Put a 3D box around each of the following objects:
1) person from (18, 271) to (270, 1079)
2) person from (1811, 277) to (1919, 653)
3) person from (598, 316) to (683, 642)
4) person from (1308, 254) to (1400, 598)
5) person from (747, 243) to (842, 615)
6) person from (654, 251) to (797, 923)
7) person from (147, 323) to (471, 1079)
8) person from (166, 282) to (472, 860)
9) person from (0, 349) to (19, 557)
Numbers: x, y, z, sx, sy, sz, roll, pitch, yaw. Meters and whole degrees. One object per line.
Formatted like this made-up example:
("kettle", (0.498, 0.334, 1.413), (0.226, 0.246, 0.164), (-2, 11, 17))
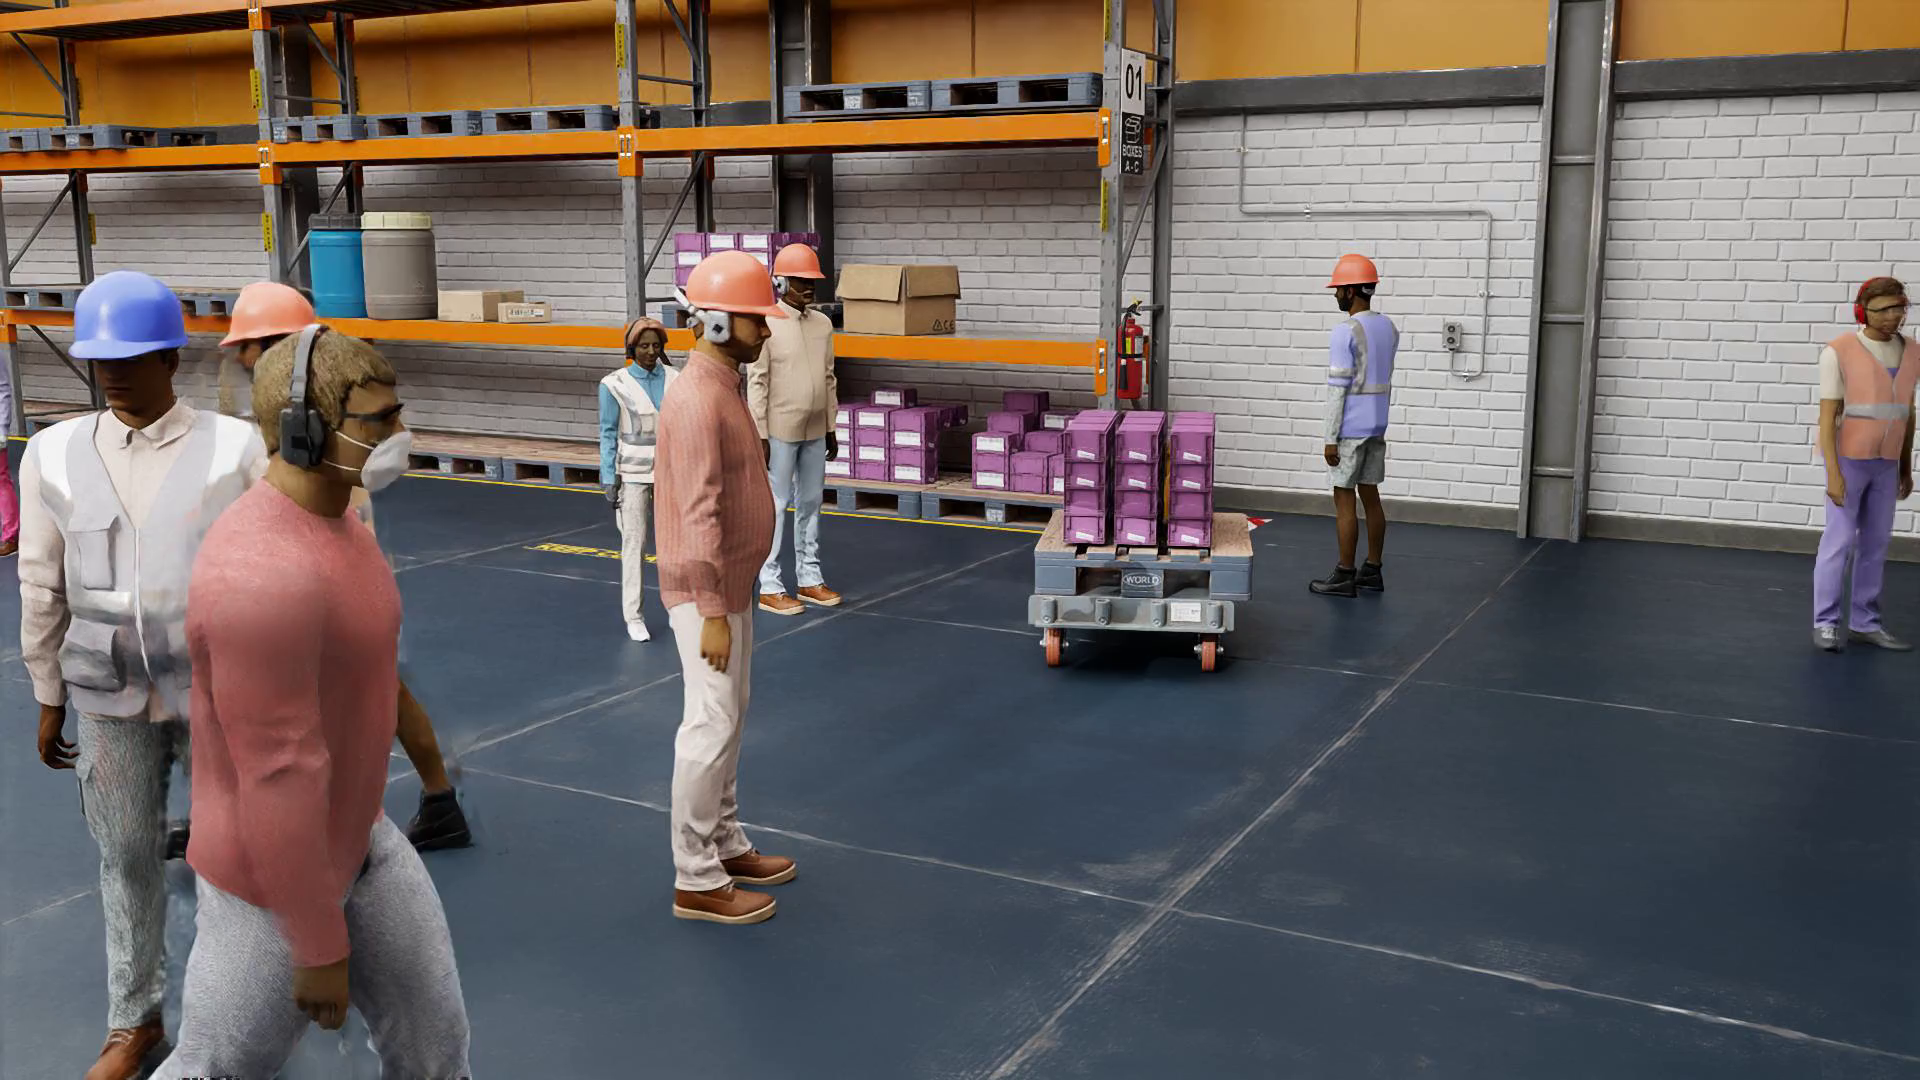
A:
("person", (-1.867, 0.349, 3.917), (0.618, 1.944, 0.397), (-2, 10, -9))
("person", (4.414, -0.359, 8.133), (0.616, 1.830, 0.423), (-3, 11, -18))
("person", (-1.560, -0.304, 8.362), (0.528, 1.630, 0.320), (-8, 13, -36))
("person", (2.212, -0.635, 9.379), (0.545, 1.930, 0.379), (-9, 14, -41))
("person", (-0.882, -0.594, 8.991), (0.399, 1.987, 0.614), (9, 14, 40))
("person", (-0.697, 0.146, 4.942), (0.411, 1.983, 0.617), (0, 10, 0))
("person", (-1.210, 0.569, 2.904), (1.034, 1.894, 0.635), (-1, 10, -5))
("person", (-2.103, 0.128, 5.310), (1.039, 1.869, 0.540), (-1, 10, -8))
("person", (-6.207, -0.699, 10.521), (0.498, 1.634, 0.283), (4, 11, 22))
